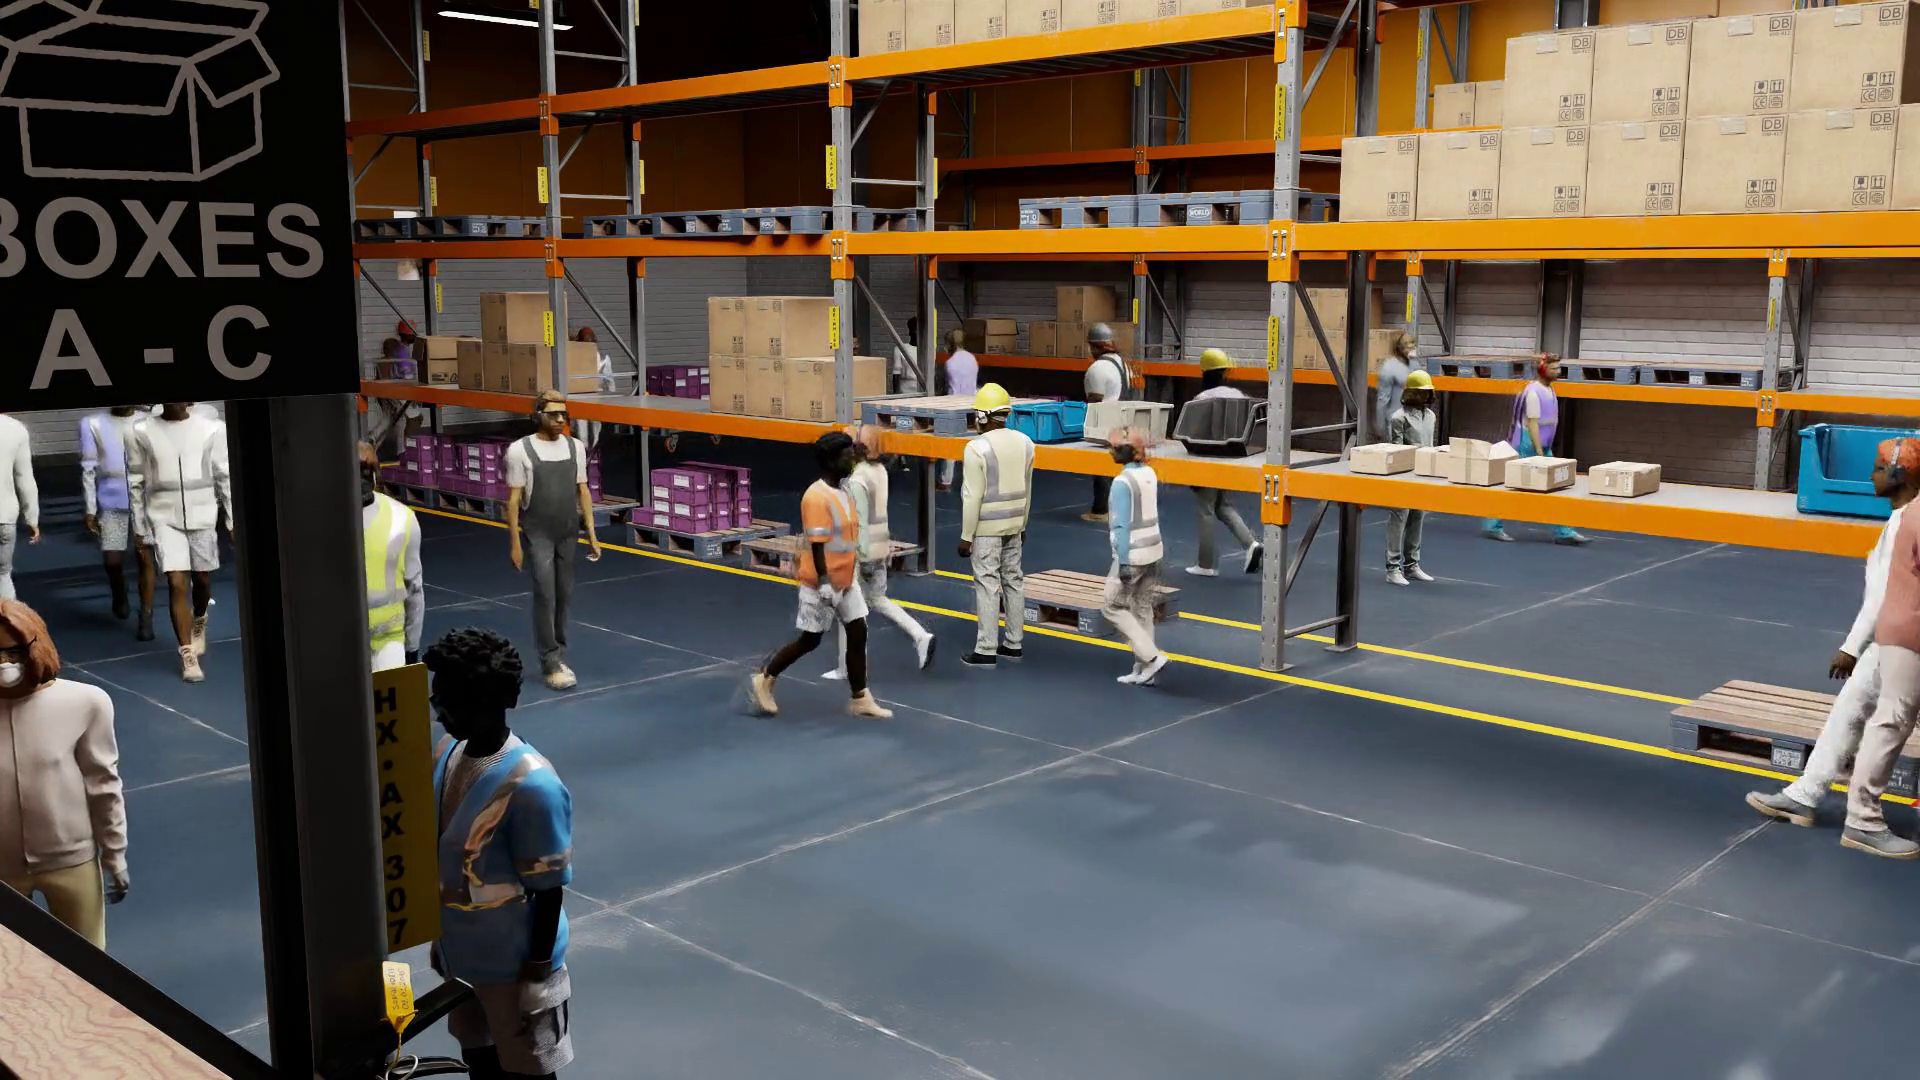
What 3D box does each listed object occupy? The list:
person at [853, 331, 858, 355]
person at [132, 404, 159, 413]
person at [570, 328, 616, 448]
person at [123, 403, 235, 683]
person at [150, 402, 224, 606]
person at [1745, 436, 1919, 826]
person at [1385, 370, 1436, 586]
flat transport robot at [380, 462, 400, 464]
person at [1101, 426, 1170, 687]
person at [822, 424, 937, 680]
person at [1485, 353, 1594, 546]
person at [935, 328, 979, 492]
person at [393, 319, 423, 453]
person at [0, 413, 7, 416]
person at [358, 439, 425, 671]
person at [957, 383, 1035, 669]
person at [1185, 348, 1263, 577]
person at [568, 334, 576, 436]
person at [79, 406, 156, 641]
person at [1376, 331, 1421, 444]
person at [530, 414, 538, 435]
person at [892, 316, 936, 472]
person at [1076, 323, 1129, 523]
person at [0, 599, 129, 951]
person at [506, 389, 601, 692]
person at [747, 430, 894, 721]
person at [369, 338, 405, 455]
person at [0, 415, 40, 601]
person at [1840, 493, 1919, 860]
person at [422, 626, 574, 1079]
[{"bbox_3d":[-1.255,-1.445,18.898,0.326,1.872,0.518,6,11,33],"label":"person"},{"bbox_3d":[-9.138,-1.370,18.608,0.590,1.819,0.652,-8,12,-39],"label":"person"},{"bbox_3d":[-4.409,-1.594,19.862,0.607,1.846,0.900,-3,10,-19],"label":"person"},{"bbox_3d":[-4.951,-0.159,10.605,0.618,2.011,0.985,-5,11,-29],"label":"person"},{"bbox_3d":[-5.850,-0.416,12.628,0.555,1.857,0.403,-9,13,-42],"label":"person"},{"bbox_3d":[4.170,0.456,7.389,1.045,1.831,0.586,4,10,26],"label":"person"},{"bbox_3d":[3.695,-0.506,13.529,0.484,1.744,0.295,-7,11,-35],"label":"person"},{"bbox_3d":[-6.602,-0.830,20.014,1.431,0.197,0.652,-5,11,-30],"label":"flat transport robot"},{"bbox_3d":[1.058,0.116,10.083,0.380,1.623,0.522,6,11,34],"label":"person"},{"bbox_3d":[-0.512,0.084,10.280,0.653,1.619,0.507,3,10,18],"label":"person"},{"bbox_3d":[5.366,-0.838,15.429,0.989,1.790,0.586,8,12,39],"label":"person"},{"bbox_3d":[0.096,-1.456,18.944,0.941,1.909,0.654,6,11,33],"label":"person"},{"bbox_3d":[-7.162,-1.923,21.694,0.449,1.913,0.624,-3,10,-16],"label":"person"},{"bbox_3d":[-8.392,-0.745,14.069,0.611,2.042,0.394,-1,9,-7],"label":"person"},{"bbox_3d":[-2.745,0.437,7.536,0.630,1.814,0.866,-3,10,-20],"label":"person"},{"bbox_3d":[0.210,-0.090,10.696,0.589,1.834,0.403,-9,13,-44],"label":"person"},{"bbox_3d":[2.165,-0.618,13.695,0.592,1.913,0.619,-8,12,-39],"label":"person"},{"bbox_3d":[-6.097,-2.475,25.396,0.663,1.825,0.434,3,10,17],"label":"person"},{"bbox_3d":[-5.795,-0.277,11.581,0.556,1.924,0.679,-5,11,-29],"label":"person"},{"bbox_3d":[4.573,-1.256,17.612,0.633,1.914,0.770,-9,13,-44],"label":"person"},{"bbox_3d":[-6.205,-2.413,24.620,0.545,1.940,0.352,8,12,41],"label":"person"},{"bbox_3d":[-0.568,-1.843,21.042,0.613,1.962,0.367,-4,10,-26],"label":"person"},{"bbox_3d":[1.431,-1.188,16.799,0.553,2.000,0.705,4,10,26],"label":"person"},{"bbox_3d":[-2.705,0.967,4.853,0.501,1.627,0.273,-4,10,-25],"label":"person"},{"bbox_3d":[-2.467,-0.002,10.210,0.511,1.842,0.554,-9,13,-43],"label":"person"},{"bbox_3d":[-0.803,0.204,9.388,0.780,1.670,0.535,4,10,21],"label":"person"},{"bbox_3d":[-7.798,-1.944,22.701,0.523,1.622,0.542,4,10,25],"label":"person"},{"bbox_3d":[-6.185,-0.099,10.455,0.653,1.922,0.642,8,12,39],"label":"person"},{"bbox_3d":[4.197,0.440,7.066,0.746,1.954,0.642,7,12,38],"label":"person"},{"bbox_3d":[-1.169,1.043,4.180,0.531,1.693,0.320,9,13,43],"label":"person"}]
